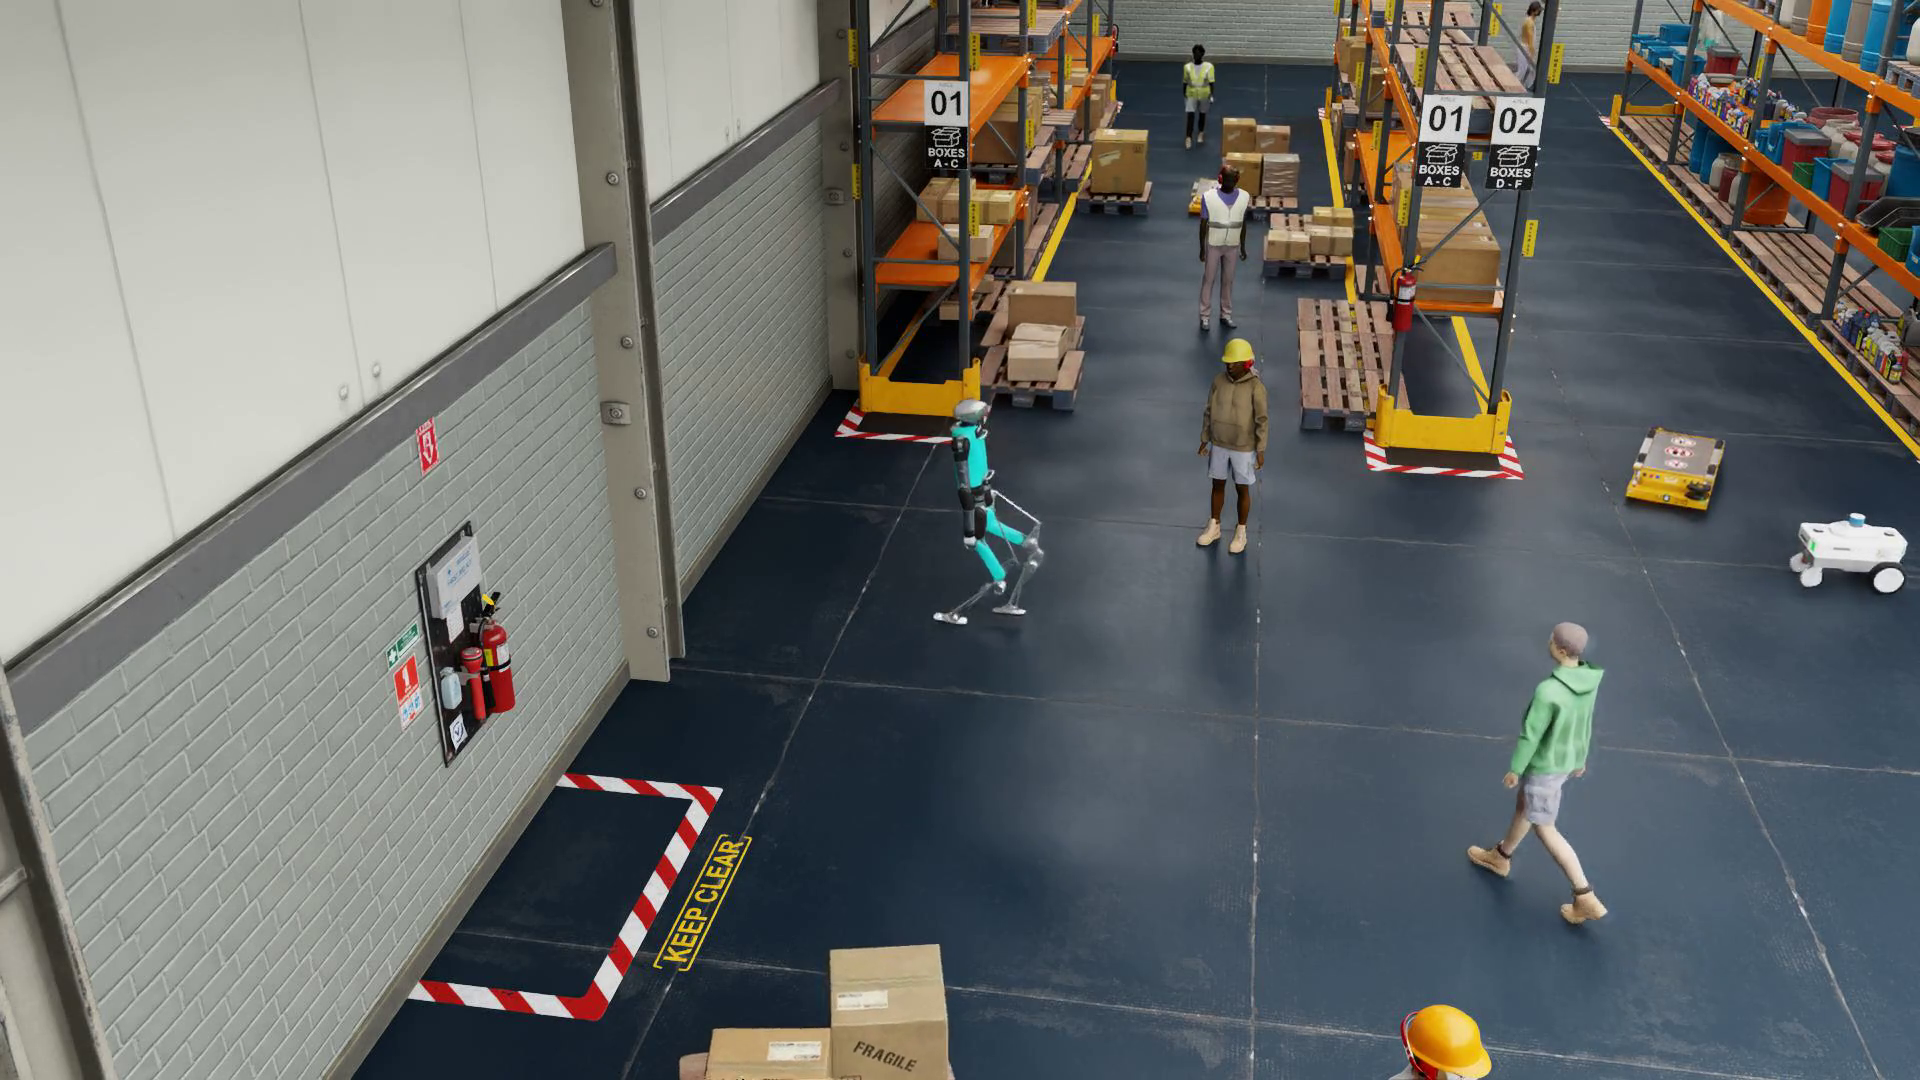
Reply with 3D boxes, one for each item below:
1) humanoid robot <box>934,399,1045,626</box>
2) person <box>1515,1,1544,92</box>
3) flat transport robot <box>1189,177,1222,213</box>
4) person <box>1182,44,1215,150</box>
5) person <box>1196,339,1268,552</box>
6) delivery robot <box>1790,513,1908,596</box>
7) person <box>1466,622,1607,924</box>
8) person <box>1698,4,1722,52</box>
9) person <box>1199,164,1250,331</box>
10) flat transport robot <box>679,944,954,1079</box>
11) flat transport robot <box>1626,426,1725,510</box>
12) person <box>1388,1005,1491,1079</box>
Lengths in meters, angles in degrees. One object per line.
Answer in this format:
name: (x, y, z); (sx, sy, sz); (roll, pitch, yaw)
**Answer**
humanoid robot: (0.268, -0.142, 11.939); (0.901, 1.767, 0.540); (6, 26, 13)
person: (10.571, -9.023, 30.807); (0.590, 1.841, 0.518); (11, 27, 23)
flat transport robot: (3.678, -4.961, 23.976); (0.659, 0.231, 1.431); (5, 25, 10)
person: (3.913, -7.309, 27.361); (0.532, 1.655, 0.857); (5, 25, 10)
person: (2.177, -0.765, 13.228); (0.553, 1.761, 0.404); (15, 29, 29)
delivery robot: (6.885, 0.095, 12.837); (0.810, 0.612, 0.499); (3, 25, 7)
person: (3.232, 1.238, 9.004); (0.480, 1.706, 0.876); (-18, 31, -34)
person: (14.694, -9.827, 32.638); (0.407, 1.748, 0.537); (1, 25, 1)
person: (2.913, -3.255, 18.472); (0.562, 1.837, 0.391); (-6, 26, -13)
flat transport robot: (-0.594, 2.815, 7.333); (0.659, 0.231, 1.431); (-4, 25, -9)
flat transport robot: (6.358, -0.648, 14.744); (0.659, 0.231, 1.431); (13, 28, 25)
person: (1.667, 2.483, 6.140); (0.569, 1.890, 0.377); (-20, 31, -36)
